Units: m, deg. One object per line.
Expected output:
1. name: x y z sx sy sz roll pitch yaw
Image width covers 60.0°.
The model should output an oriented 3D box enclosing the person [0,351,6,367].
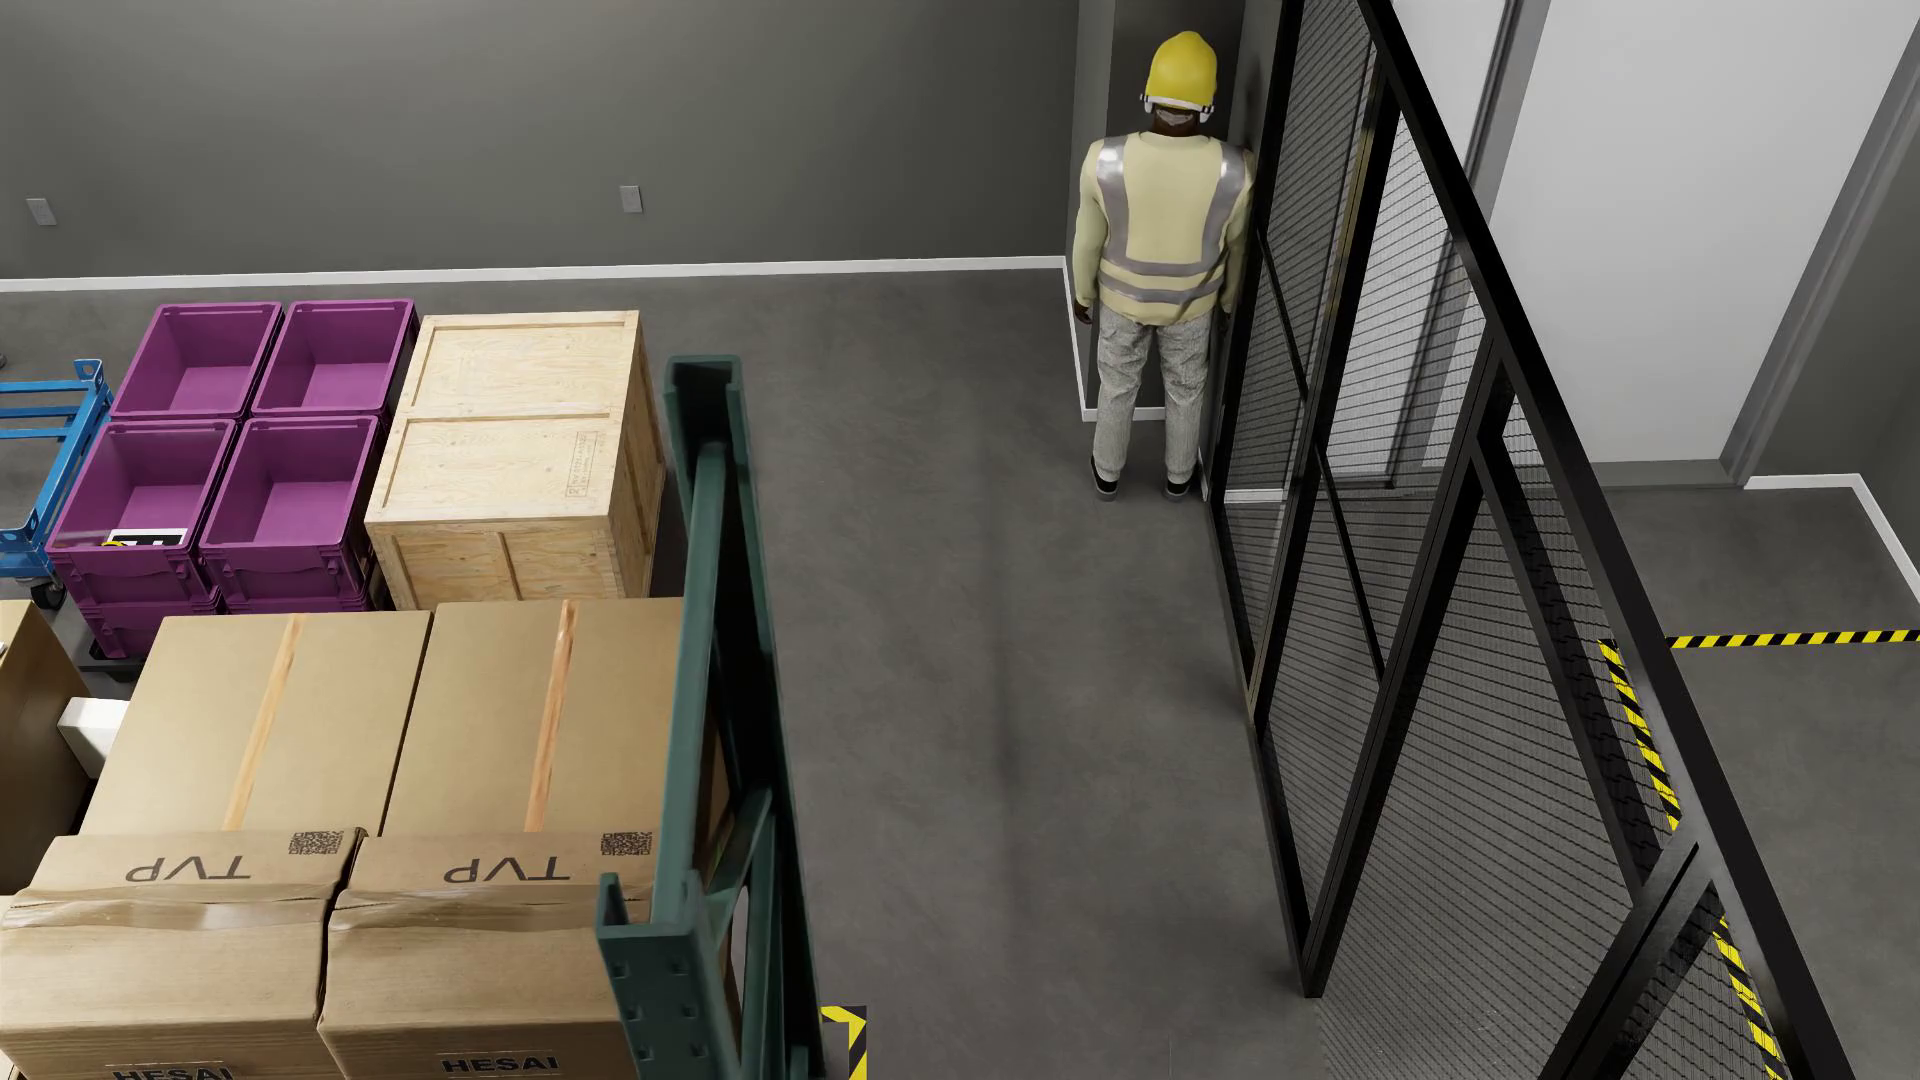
1. person: -4.023 -1.273 5.972 0.353 1.937 0.635 -3 46 -3

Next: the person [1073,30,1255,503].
1. person: 0.679 -0.866 5.656 0.599 1.830 0.404 4 46 4
